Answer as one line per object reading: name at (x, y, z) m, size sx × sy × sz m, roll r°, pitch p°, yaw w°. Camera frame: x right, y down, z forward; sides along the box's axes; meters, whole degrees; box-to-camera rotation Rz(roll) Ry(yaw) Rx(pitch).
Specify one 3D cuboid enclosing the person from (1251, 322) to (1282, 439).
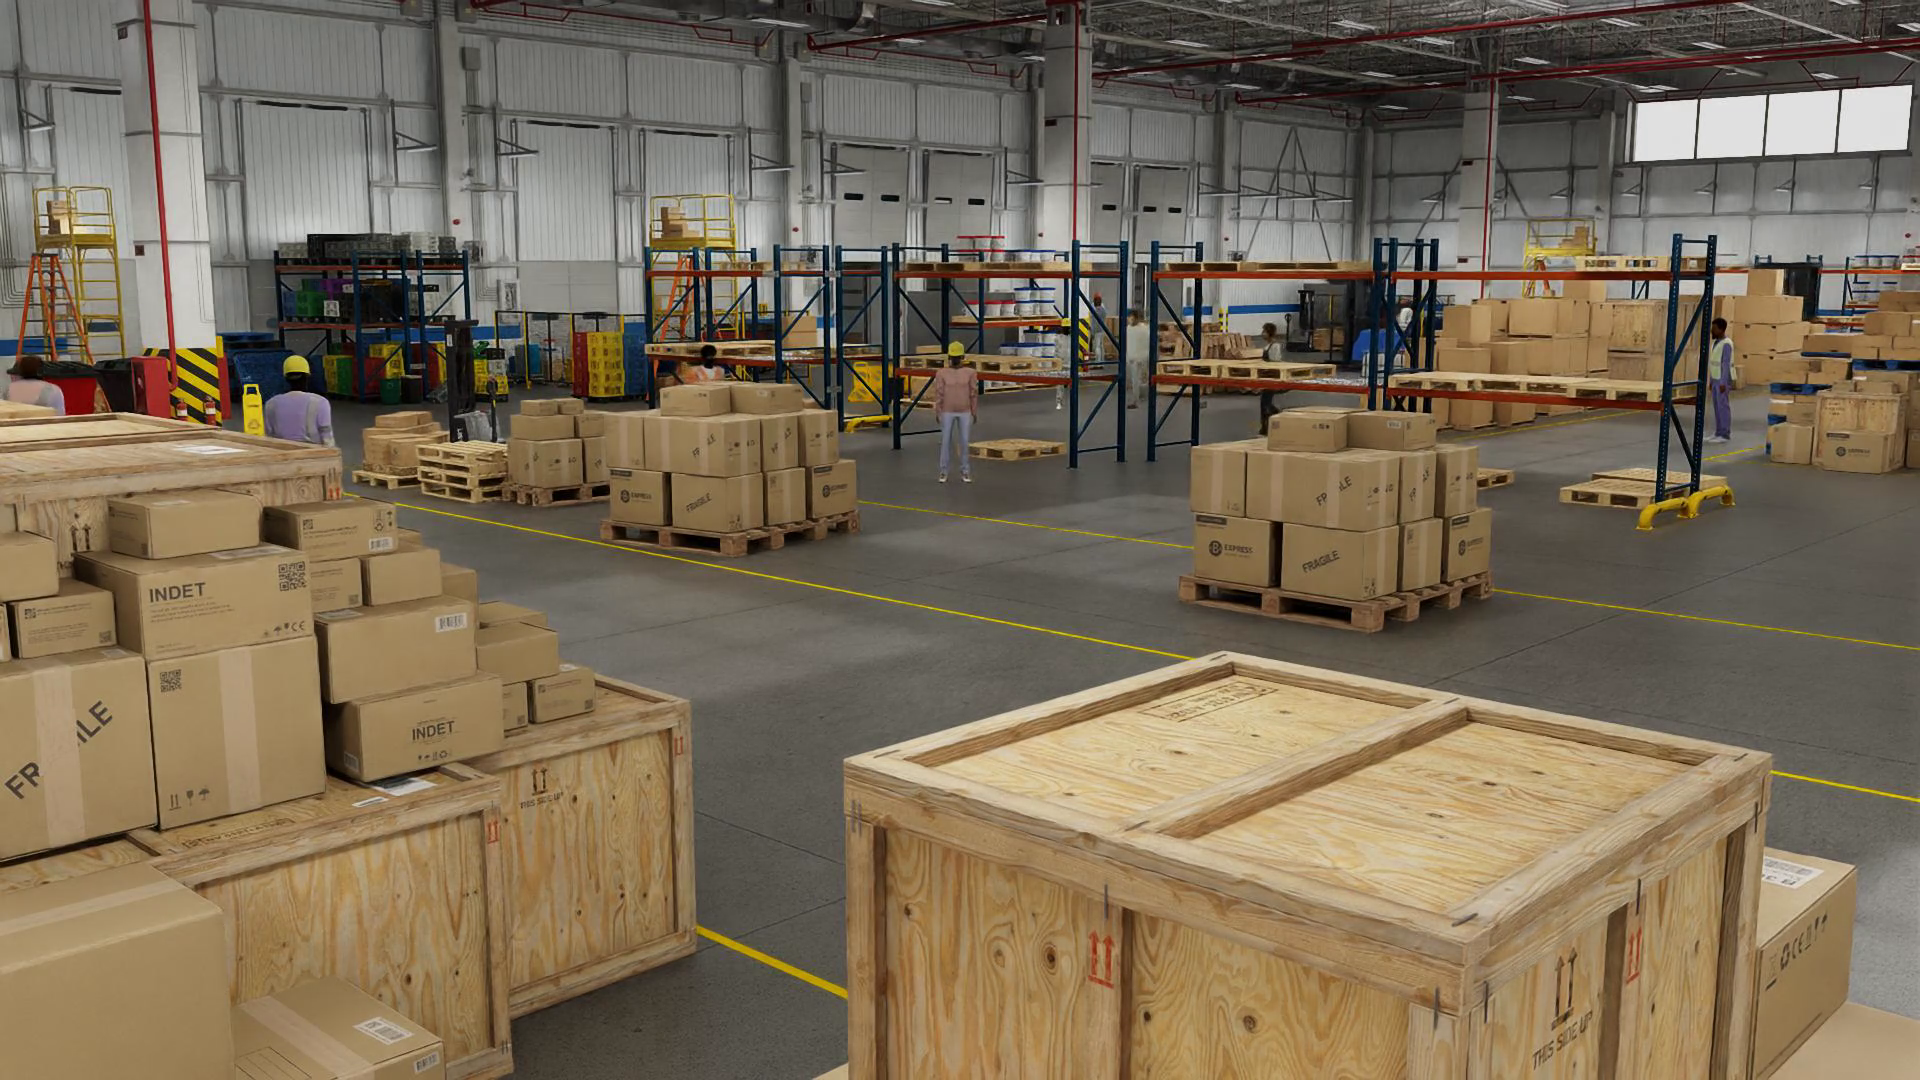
person at (4.811, -2.437, 25.679) m, size 0.533 × 1.834 × 0.542 m, roll -1°, pitch 9°, yaw -5°

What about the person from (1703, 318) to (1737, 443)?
person at (11.662, -2.439, 25.490) m, size 0.408 × 1.910 × 0.593 m, roll 1°, pitch 9°, yaw 9°

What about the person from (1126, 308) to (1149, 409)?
person at (3.317, -3.432, 31.547) m, size 0.513 × 1.919 × 0.627 m, roll -9°, pitch 13°, yaw -44°

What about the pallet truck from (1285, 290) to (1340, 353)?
pallet truck at (11.297, -6.951, 52.861) m, size 1.885 × 1.965 × 0.823 m, roll -5°, pitch 11°, yaw -29°

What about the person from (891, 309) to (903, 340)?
person at (-1.638, -5.227, 43.422) m, size 0.311 × 1.632 × 0.516 m, roll 0°, pitch 9°, yaw 0°

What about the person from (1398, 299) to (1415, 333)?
person at (12.414, -5.763, 46.090) m, size 0.985 × 1.825 × 0.606 m, roll -3°, pitch 10°, yaw -17°

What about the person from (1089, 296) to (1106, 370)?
person at (3.616, -5.426, 43.691) m, size 0.364 × 1.939 × 0.636 m, roll 5°, pitch 10°, yaw 26°

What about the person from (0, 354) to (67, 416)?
person at (-8.958, -0.884, 16.169) m, size 0.649 × 1.830 × 0.490 m, roll 1°, pitch 9°, yaw 5°

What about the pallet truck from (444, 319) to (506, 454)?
pallet truck at (-6.981, -1.942, 22.150) m, size 1.885 × 1.965 × 0.823 m, roll 1°, pitch 9°, yaw 9°

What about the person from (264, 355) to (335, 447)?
person at (-5.692, -0.637, 14.410) m, size 0.599 × 1.914 × 0.398 m, roll 1°, pitch 9°, yaw 5°

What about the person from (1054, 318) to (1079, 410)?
person at (2.006, -3.321, 31.400) m, size 0.484 × 1.739 × 0.320 m, roll 2°, pitch 9°, yaw 13°

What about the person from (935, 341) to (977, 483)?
person at (-0.045, -1.582, 20.658) m, size 0.530 × 1.765 × 0.326 m, roll -1°, pitch 9°, yaw -3°

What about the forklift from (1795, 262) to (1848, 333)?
forklift at (22.020, -5.835, 43.317) m, size 1.873 × 2.768 × 1.129 m, roll 9°, pitch 13°, yaw 43°

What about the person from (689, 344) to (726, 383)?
person at (-3.391, -1.801, 22.256) m, size 0.533 × 1.676 × 0.681 m, roll -5°, pitch 11°, yaw -28°

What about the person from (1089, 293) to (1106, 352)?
person at (4.225, -6.639, 51.177) m, size 0.546 × 1.927 × 0.390 m, roll -2°, pitch 9°, yaw -10°

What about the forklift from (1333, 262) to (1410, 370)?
forklift at (10.601, -5.771, 42.927) m, size 1.129 × 2.768 × 1.873 m, roll -7°, pitch 11°, yaw -35°
